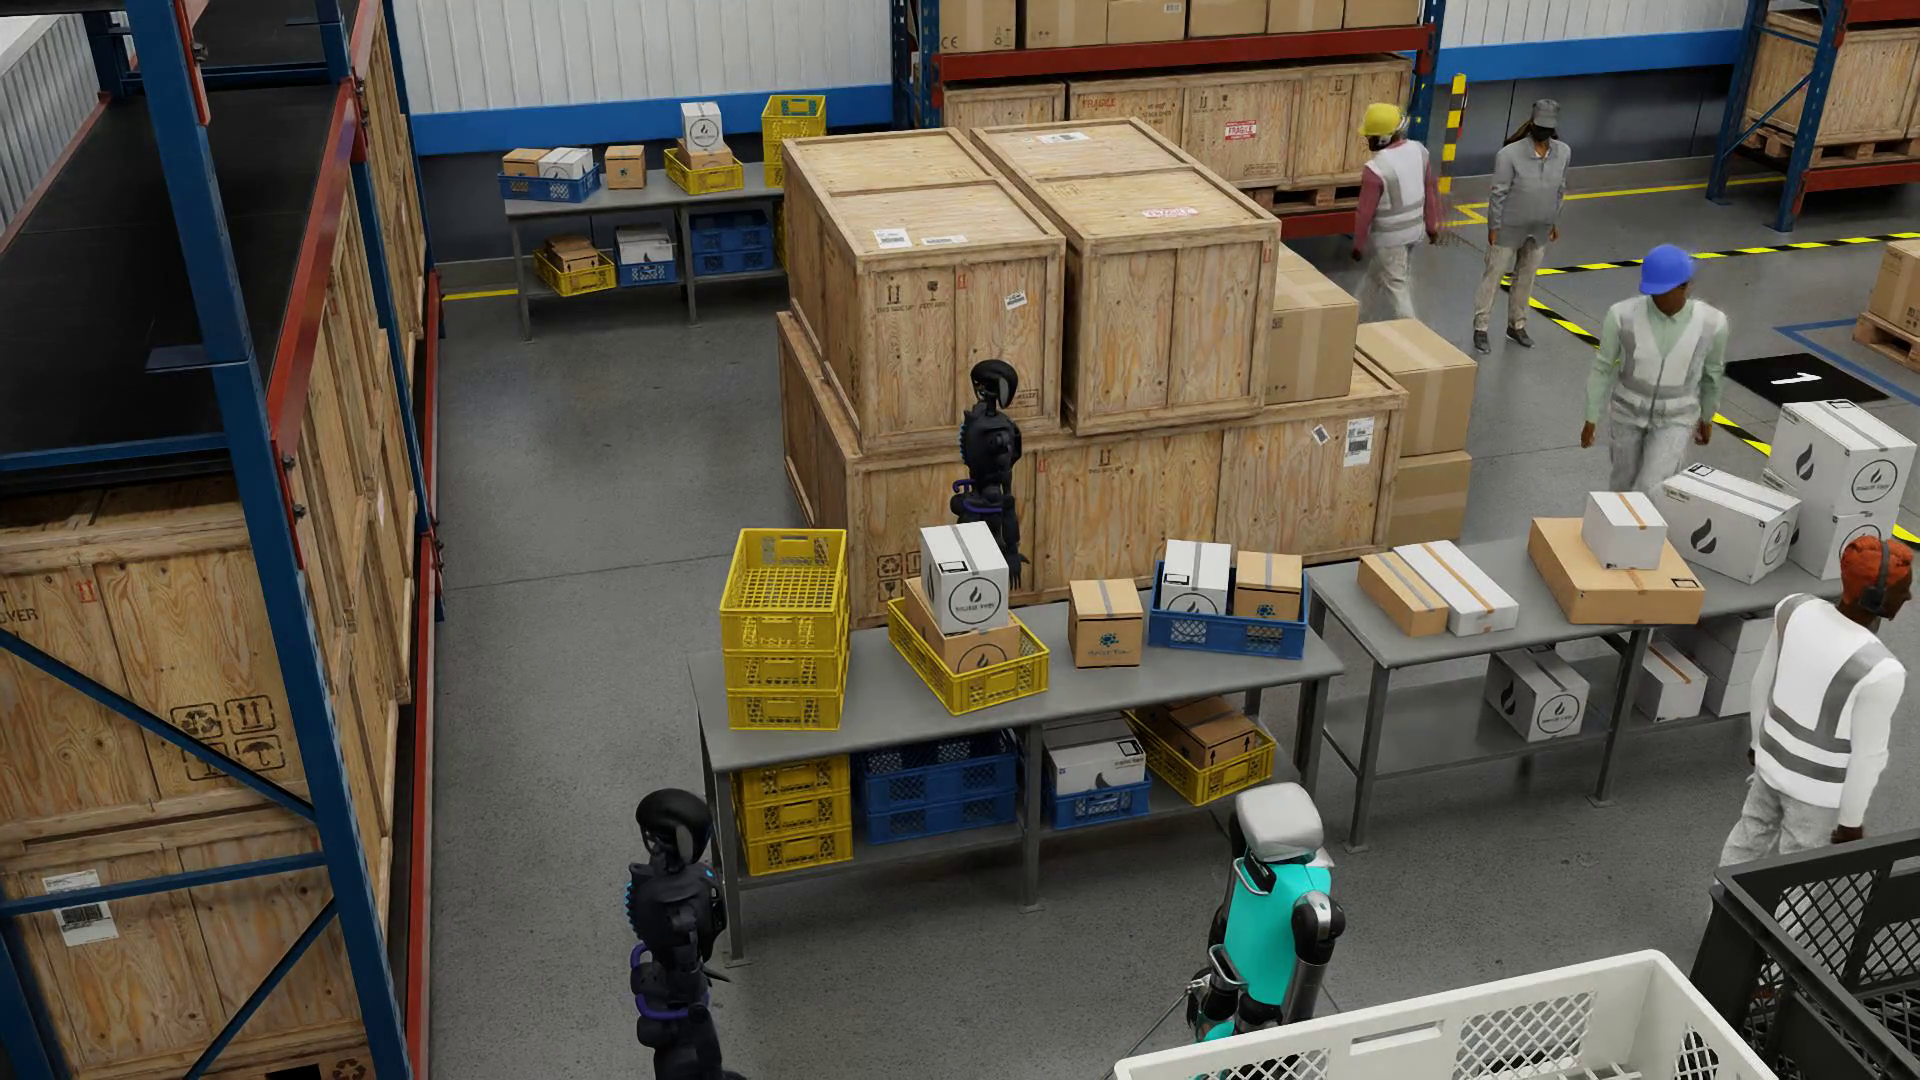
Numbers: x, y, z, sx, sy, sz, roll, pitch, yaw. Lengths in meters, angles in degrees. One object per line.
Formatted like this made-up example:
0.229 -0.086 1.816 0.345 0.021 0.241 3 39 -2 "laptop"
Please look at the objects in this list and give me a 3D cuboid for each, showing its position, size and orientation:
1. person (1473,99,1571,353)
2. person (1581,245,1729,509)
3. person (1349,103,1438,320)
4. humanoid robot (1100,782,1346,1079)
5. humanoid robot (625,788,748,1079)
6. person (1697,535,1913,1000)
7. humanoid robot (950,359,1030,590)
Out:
3.892 -2.176 11.510 0.564 1.766 0.396 -7 30 -12 "person"
3.528 -0.609 8.541 0.650 1.882 0.922 13 31 23 "person"
2.925 -2.127 11.424 0.648 1.758 0.909 -25 38 -38 "person"
0.653 1.468 4.791 0.735 1.677 0.533 -7 30 -13 "humanoid robot"
-0.827 1.435 5.039 0.315 1.655 0.599 -7 30 -13 "humanoid robot"
3.019 0.832 5.934 0.358 1.881 0.572 -7 30 -12 "person"
0.131 -0.070 7.770 0.315 1.655 0.599 -7 30 -13 "humanoid robot"
